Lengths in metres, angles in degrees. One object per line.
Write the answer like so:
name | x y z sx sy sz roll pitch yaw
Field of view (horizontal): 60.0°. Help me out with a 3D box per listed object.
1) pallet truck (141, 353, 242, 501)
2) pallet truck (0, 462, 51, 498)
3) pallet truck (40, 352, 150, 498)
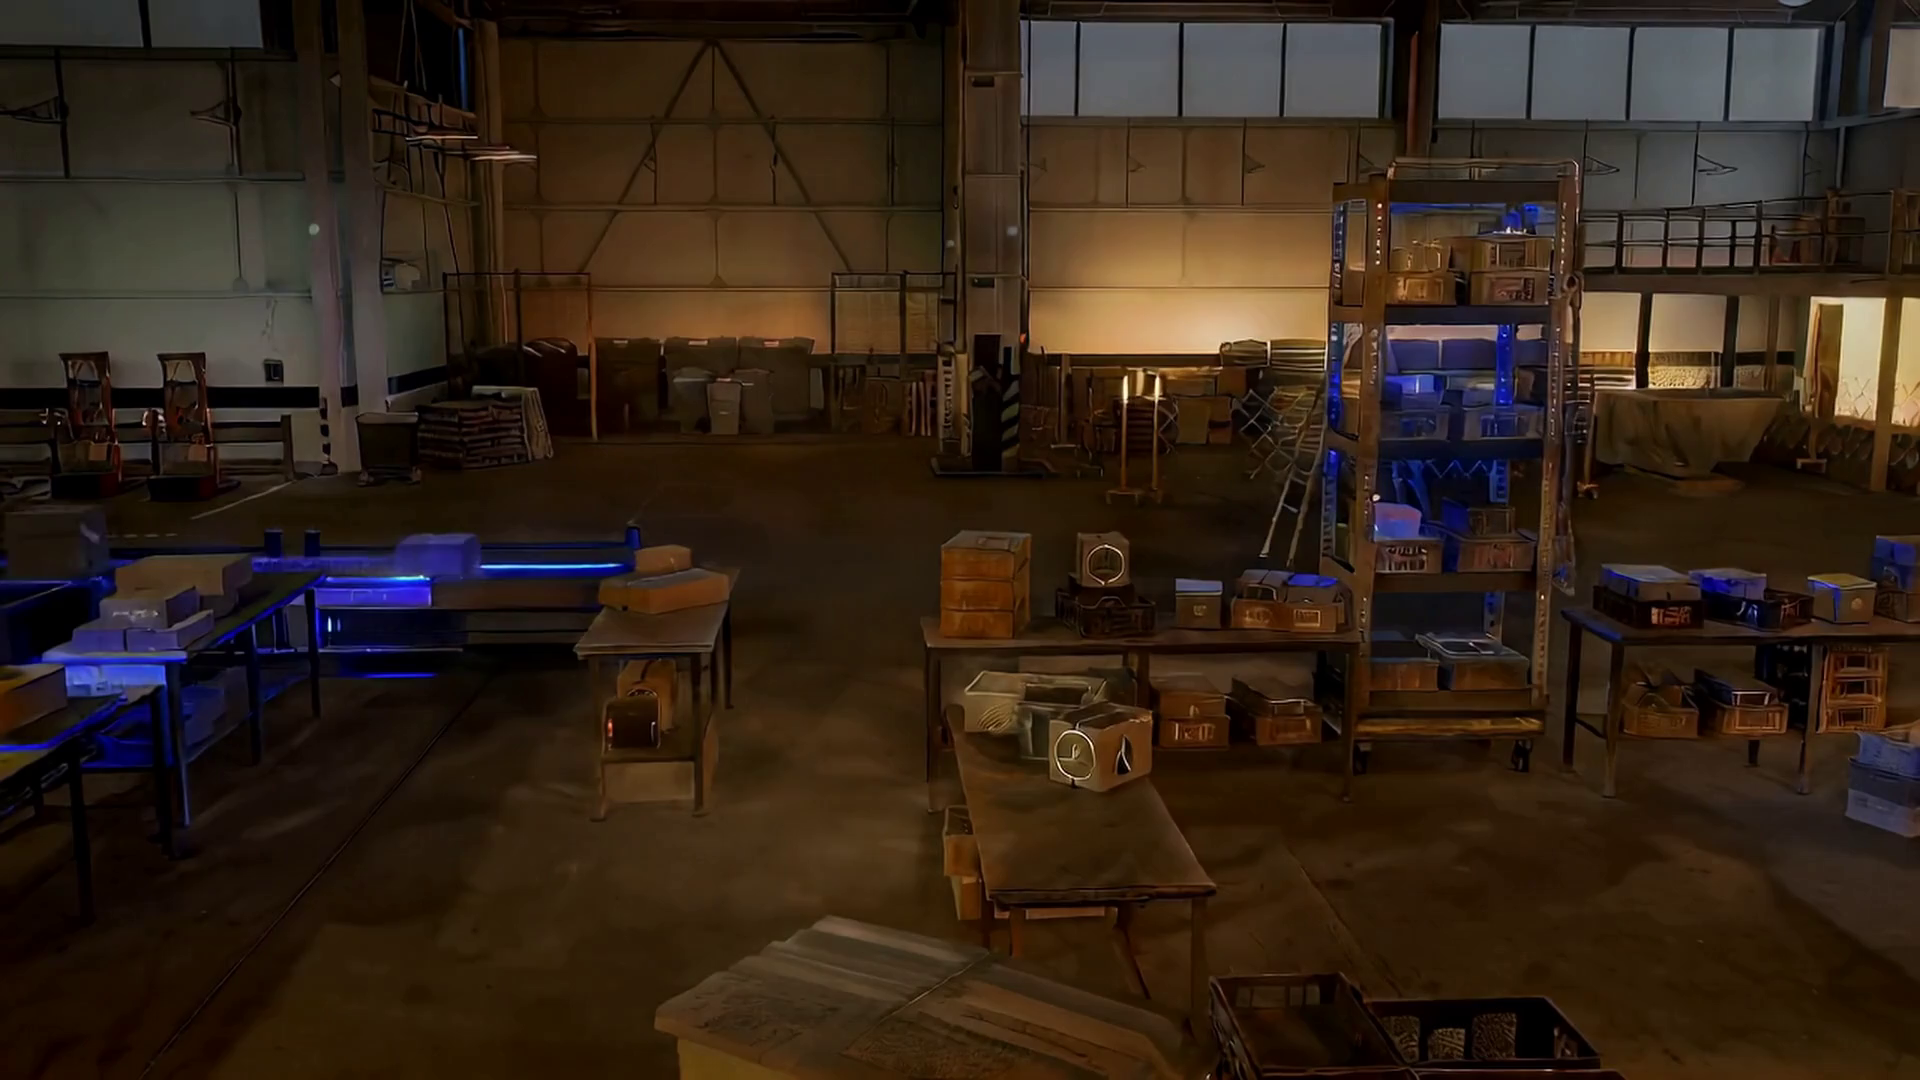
pallet truck | -10.520 -1.604 22.925 0.823 1.965 1.885 -1 9 -6
pallet truck | -13.193 -1.293 23.148 0.653 1.274 1.630 -1 9 -4
pallet truck | -11.907 -1.642 23.165 0.823 1.965 1.885 0 9 0
